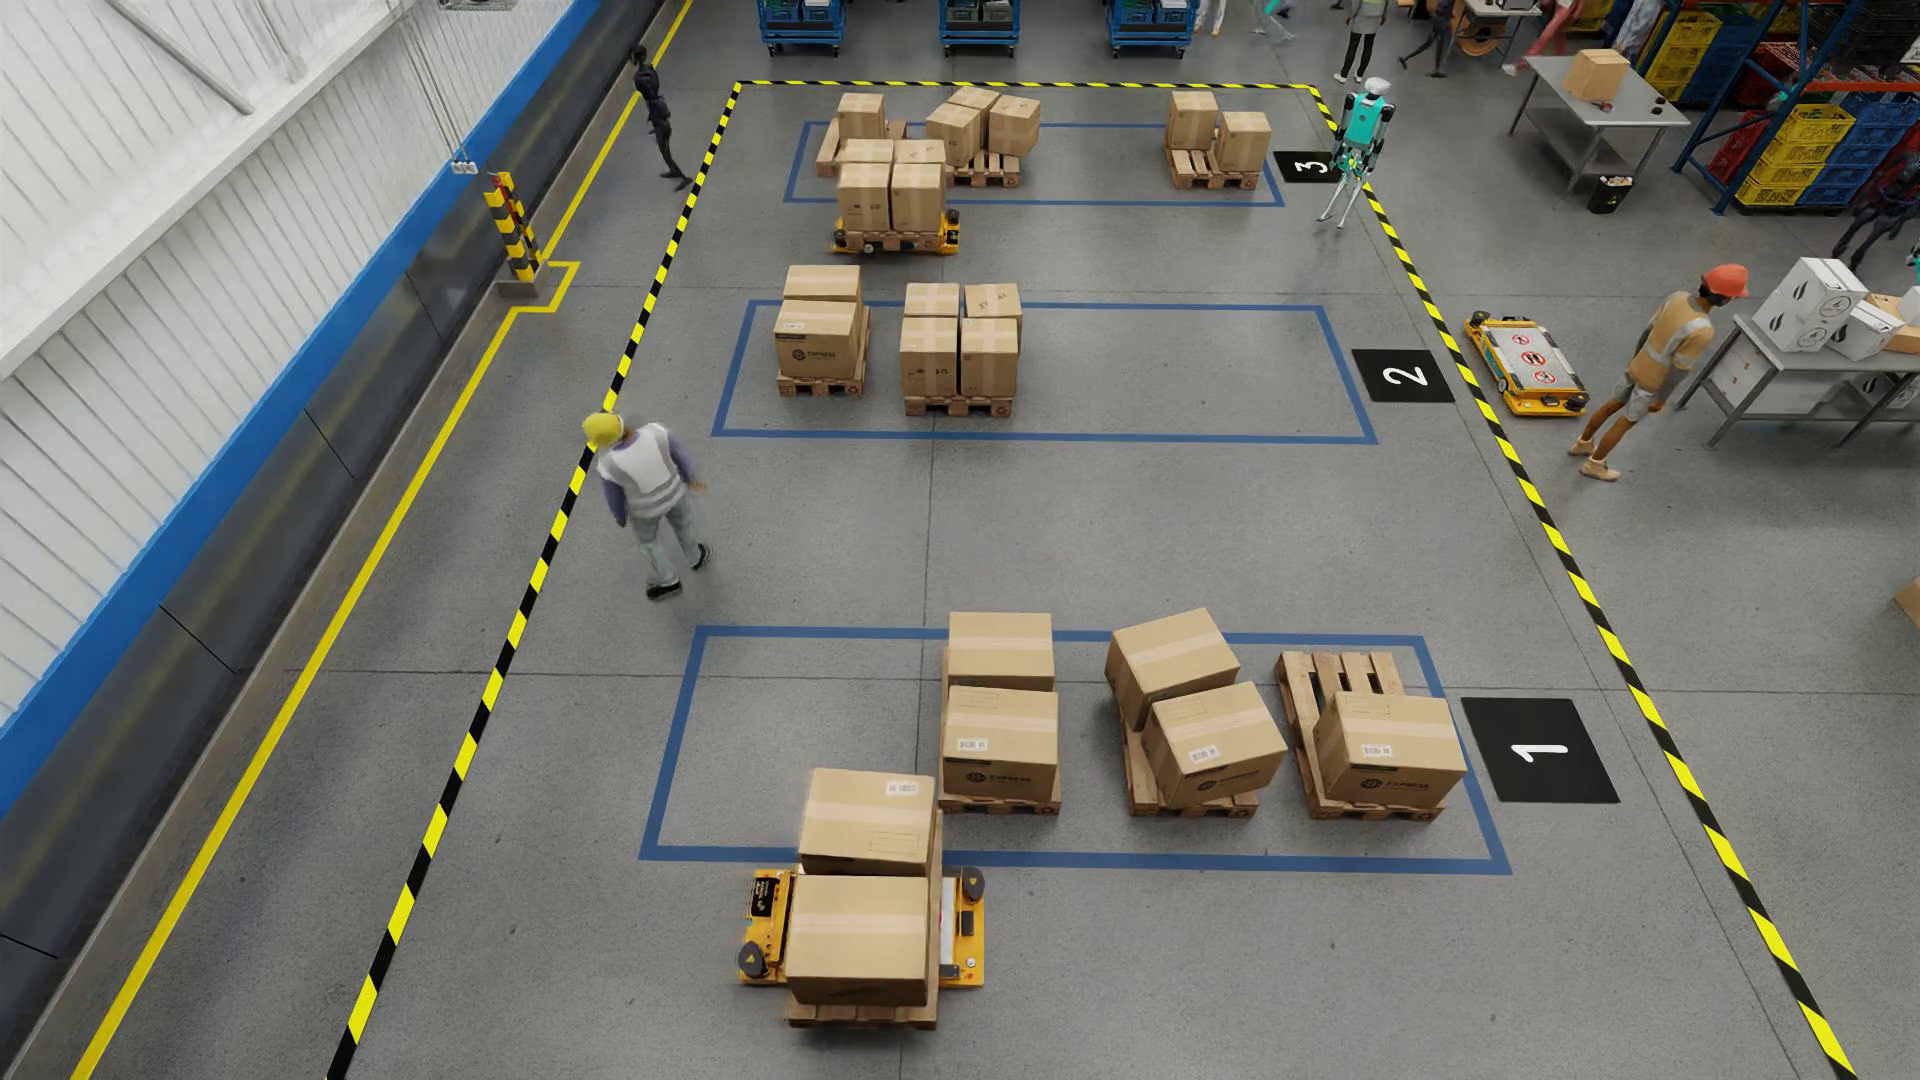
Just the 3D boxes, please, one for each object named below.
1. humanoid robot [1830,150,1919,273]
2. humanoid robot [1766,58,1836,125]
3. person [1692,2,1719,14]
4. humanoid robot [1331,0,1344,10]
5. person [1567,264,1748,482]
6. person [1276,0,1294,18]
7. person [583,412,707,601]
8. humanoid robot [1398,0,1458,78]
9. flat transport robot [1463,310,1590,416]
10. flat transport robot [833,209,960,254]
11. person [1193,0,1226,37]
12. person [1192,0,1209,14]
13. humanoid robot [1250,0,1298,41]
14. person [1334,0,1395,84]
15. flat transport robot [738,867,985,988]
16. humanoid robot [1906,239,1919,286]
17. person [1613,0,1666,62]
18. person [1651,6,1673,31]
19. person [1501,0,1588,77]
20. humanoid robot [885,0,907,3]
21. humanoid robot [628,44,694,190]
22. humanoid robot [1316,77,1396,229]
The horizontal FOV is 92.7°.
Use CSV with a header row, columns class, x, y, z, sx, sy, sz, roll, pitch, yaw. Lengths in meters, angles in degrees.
class,x,y,z,sx,sy,sz,roll,pitch,yaw
humanoid robot,9.688,-3.482,9.608,0.370,1.641,0.590,-18,51,-15
humanoid robot,10.962,-6.001,11.766,0.786,1.780,0.549,33,57,25
person,10.663,-7.754,13.124,1.099,1.972,0.620,-4,49,-3
humanoid robot,6.564,-9.504,14.852,0.685,1.625,0.599,-2,49,-2
person,5.717,-1.362,7.540,0.395,2.043,0.607,5,49,4
person,5.368,-9.304,14.612,0.556,1.727,0.415,-19,52,-16
person,-2.287,-0.297,6.794,0.684,1.782,0.406,-36,58,-27
humanoid robot,6.959,-7.552,13.186,0.776,1.661,0.601,21,52,17
flat transport robot,5.573,-1.757,9.054,0.659,0.231,1.431,1,49,1
flat transport robot,-0.724,-3.592,10.624,1.431,0.197,0.652,1,49,1
person,3.986,-8.781,14.093,0.618,1.845,0.430,23,53,19
person,3.697,-9.388,14.624,0.842,1.832,0.553,-1,49,-1
humanoid robot,4.825,-8.470,13.878,0.982,1.738,0.553,17,51,14
person,5.760,-7.426,12.913,0.588,1.852,0.374,-2,49,-1
flat transport robot,-0.565,2.309,5.517,1.431,0.197,0.652,1,49,1
humanoid robot,9.740,-2.740,8.991,0.845,1.870,0.575,-5,49,-5
person,9.153,-6.813,12.454,0.491,1.742,0.316,-11,50,-9
person,10.624,-8.132,13.555,0.912,1.802,0.494,3,49,3
person,8.542,-7.604,13.060,1.023,1.861,0.625,-1,49,-1
humanoid robot,-1.115,-9.828,15.099,0.599,1.657,0.315,20,52,17
humanoid robot,-3.603,-5.077,10.993,0.394,1.639,0.593,-19,52,-16
humanoid robot,4.483,-4.353,10.241,0.533,1.677,0.735,33,57,25
